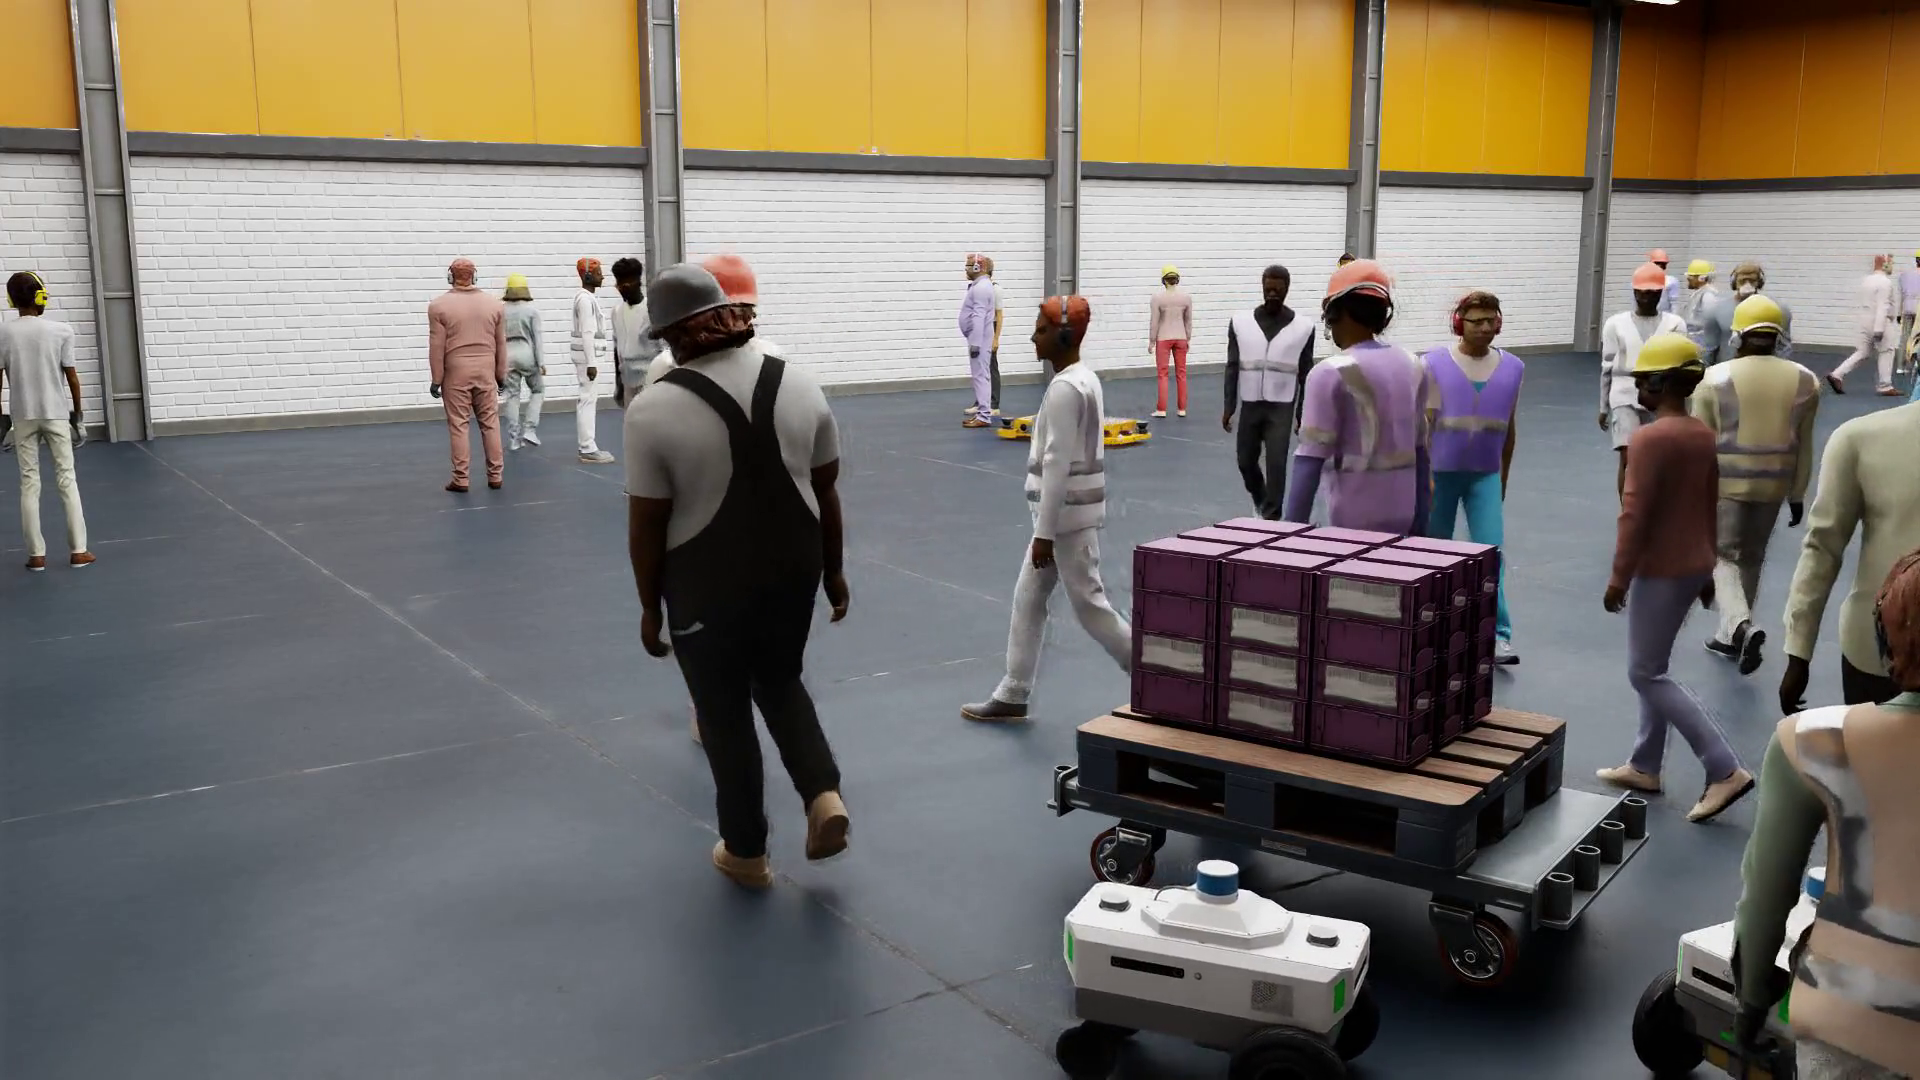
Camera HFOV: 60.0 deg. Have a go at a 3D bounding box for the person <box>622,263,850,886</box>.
[{"bbox_3d":[-0.709,0.112,5.259,0.756,2.000,0.593,-7,12,-33],"label":"person"}]

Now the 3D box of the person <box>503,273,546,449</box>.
[{"bbox_3d":[-4.305,-1.758,16.360,0.519,1.726,0.422,2,11,10],"label":"person"}]

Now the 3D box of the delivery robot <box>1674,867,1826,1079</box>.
[{"bbox_3d":[2.085,1.035,4.018,0.707,0.478,0.477,-5,12,-27],"label":"delivery robot"}]

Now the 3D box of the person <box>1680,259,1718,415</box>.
[{"bbox_3d":[8.476,-2.304,19.129,0.419,1.819,0.607,3,11,16],"label":"person"}]

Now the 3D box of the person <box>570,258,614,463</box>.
[{"bbox_3d":[-3.424,-1.657,15.392,0.360,1.882,0.575,-2,11,-13],"label":"person"}]

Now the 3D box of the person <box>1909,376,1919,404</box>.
[{"bbox_3d":[6.575,-0.768,11.271,0.644,1.609,0.328,-8,13,-39],"label":"person"}]

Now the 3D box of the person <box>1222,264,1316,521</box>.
[{"bbox_3d":[2.106,-0.928,11.352,0.607,1.900,0.673,3,11,16],"label":"person"}]

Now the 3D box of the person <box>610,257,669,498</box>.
[{"bbox_3d":[-2.475,-1.245,13.017,0.708,1.934,0.497,8,13,38],"label":"person"}]

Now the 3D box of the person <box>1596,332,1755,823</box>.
[{"bbox_3d":[2.638,0.128,6.013,0.539,1.734,0.635,-9,14,-41],"label":"person"}]

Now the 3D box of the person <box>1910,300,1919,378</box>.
[{"bbox_3d":[8.961,-1.670,15.360,0.487,1.924,0.561,4,11,22],"label":"person"}]

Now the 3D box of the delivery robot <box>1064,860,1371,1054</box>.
[{"bbox_3d":[0.620,1.025,4.059,0.707,0.478,0.477,5,11,22],"label":"delivery robot"}]

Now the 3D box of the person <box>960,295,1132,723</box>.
[{"bbox_3d":[0.501,-0.094,6.938,0.933,1.854,0.584,1,10,6],"label":"person"}]

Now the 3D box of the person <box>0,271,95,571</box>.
[{"bbox_3d":[-5.760,-0.736,10.403,0.521,1.863,0.335,-4,11,-22],"label":"person"}]

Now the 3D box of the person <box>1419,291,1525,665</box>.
[{"bbox_3d":[2.496,-0.289,8.103,0.569,1.802,0.906,0,10,-3],"label":"person"}]

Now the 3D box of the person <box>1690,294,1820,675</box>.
[{"bbox_3d":[3.755,-0.256,7.917,0.599,1.811,0.746,0,10,2],"label":"person"}]

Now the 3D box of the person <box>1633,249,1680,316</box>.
[{"bbox_3d":[8.994,-2.776,21.445,0.578,1.907,0.800,7,13,35],"label":"person"}]

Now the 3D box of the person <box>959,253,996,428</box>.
[{"bbox_3d":[0.189,-2.182,18.242,0.401,1.901,0.647,1,10,4],"label":"person"}]

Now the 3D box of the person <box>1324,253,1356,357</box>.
[{"bbox_3d":[4.958,-2.746,21.398,0.534,1.868,0.309,3,11,15],"label":"person"}]

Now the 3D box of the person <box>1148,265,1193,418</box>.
[{"bbox_3d":[2.415,-2.281,19.156,0.524,1.760,0.326,-3,11,-14],"label":"person"}]

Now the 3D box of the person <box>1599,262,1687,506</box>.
[{"bbox_3d":[4.743,-0.976,11.599,0.550,1.913,0.866,3,11,15],"label":"person"}]

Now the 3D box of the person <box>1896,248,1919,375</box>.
[{"bbox_3d":[14.451,-3.451,25.106,0.386,1.922,0.593,-7,12,-34],"label":"person"}]

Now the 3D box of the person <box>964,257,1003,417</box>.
[{"bbox_3d":[0.283,-2.352,19.304,0.336,1.844,0.513,-8,13,-36],"label":"person"}]

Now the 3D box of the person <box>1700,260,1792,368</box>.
[{"bbox_3d":[6.151,-1.243,13.087,0.638,1.907,0.950,3,11,17],"label":"person"}]

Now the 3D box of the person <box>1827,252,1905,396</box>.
[{"bbox_3d":[11.943,-2.821,21.796,0.861,1.881,0.654,1,10,7],"label":"person"}]

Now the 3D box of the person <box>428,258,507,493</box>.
[{"bbox_3d":[-4.031,-1.345,13.615,0.651,1.906,0.403,-7,13,-35],"label":"person"}]

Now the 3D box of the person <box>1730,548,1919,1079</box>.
[{"bbox_3d":[1.538,0.805,2.705,0.528,1.580,0.901,4,11,22],"label":"person"}]

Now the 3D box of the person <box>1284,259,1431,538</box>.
[{"bbox_3d":[1.438,-0.068,6.399,0.698,1.980,0.954,-9,14,-42],"label":"person"}]

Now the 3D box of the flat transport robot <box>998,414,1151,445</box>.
[{"bbox_3d":[1.164,-1.140,16.973,1.431,0.197,0.652,7,12,32],"label":"flat transport robot"}]

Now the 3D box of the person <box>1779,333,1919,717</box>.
[{"bbox_3d":[2.514,0.313,4.342,0.663,1.980,0.534,5,11,25],"label":"person"}]

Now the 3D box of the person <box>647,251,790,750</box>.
[{"bbox_3d":[-0.949,-0.134,6.656,0.629,2.022,0.570,-7,12,-34],"label":"person"}]
